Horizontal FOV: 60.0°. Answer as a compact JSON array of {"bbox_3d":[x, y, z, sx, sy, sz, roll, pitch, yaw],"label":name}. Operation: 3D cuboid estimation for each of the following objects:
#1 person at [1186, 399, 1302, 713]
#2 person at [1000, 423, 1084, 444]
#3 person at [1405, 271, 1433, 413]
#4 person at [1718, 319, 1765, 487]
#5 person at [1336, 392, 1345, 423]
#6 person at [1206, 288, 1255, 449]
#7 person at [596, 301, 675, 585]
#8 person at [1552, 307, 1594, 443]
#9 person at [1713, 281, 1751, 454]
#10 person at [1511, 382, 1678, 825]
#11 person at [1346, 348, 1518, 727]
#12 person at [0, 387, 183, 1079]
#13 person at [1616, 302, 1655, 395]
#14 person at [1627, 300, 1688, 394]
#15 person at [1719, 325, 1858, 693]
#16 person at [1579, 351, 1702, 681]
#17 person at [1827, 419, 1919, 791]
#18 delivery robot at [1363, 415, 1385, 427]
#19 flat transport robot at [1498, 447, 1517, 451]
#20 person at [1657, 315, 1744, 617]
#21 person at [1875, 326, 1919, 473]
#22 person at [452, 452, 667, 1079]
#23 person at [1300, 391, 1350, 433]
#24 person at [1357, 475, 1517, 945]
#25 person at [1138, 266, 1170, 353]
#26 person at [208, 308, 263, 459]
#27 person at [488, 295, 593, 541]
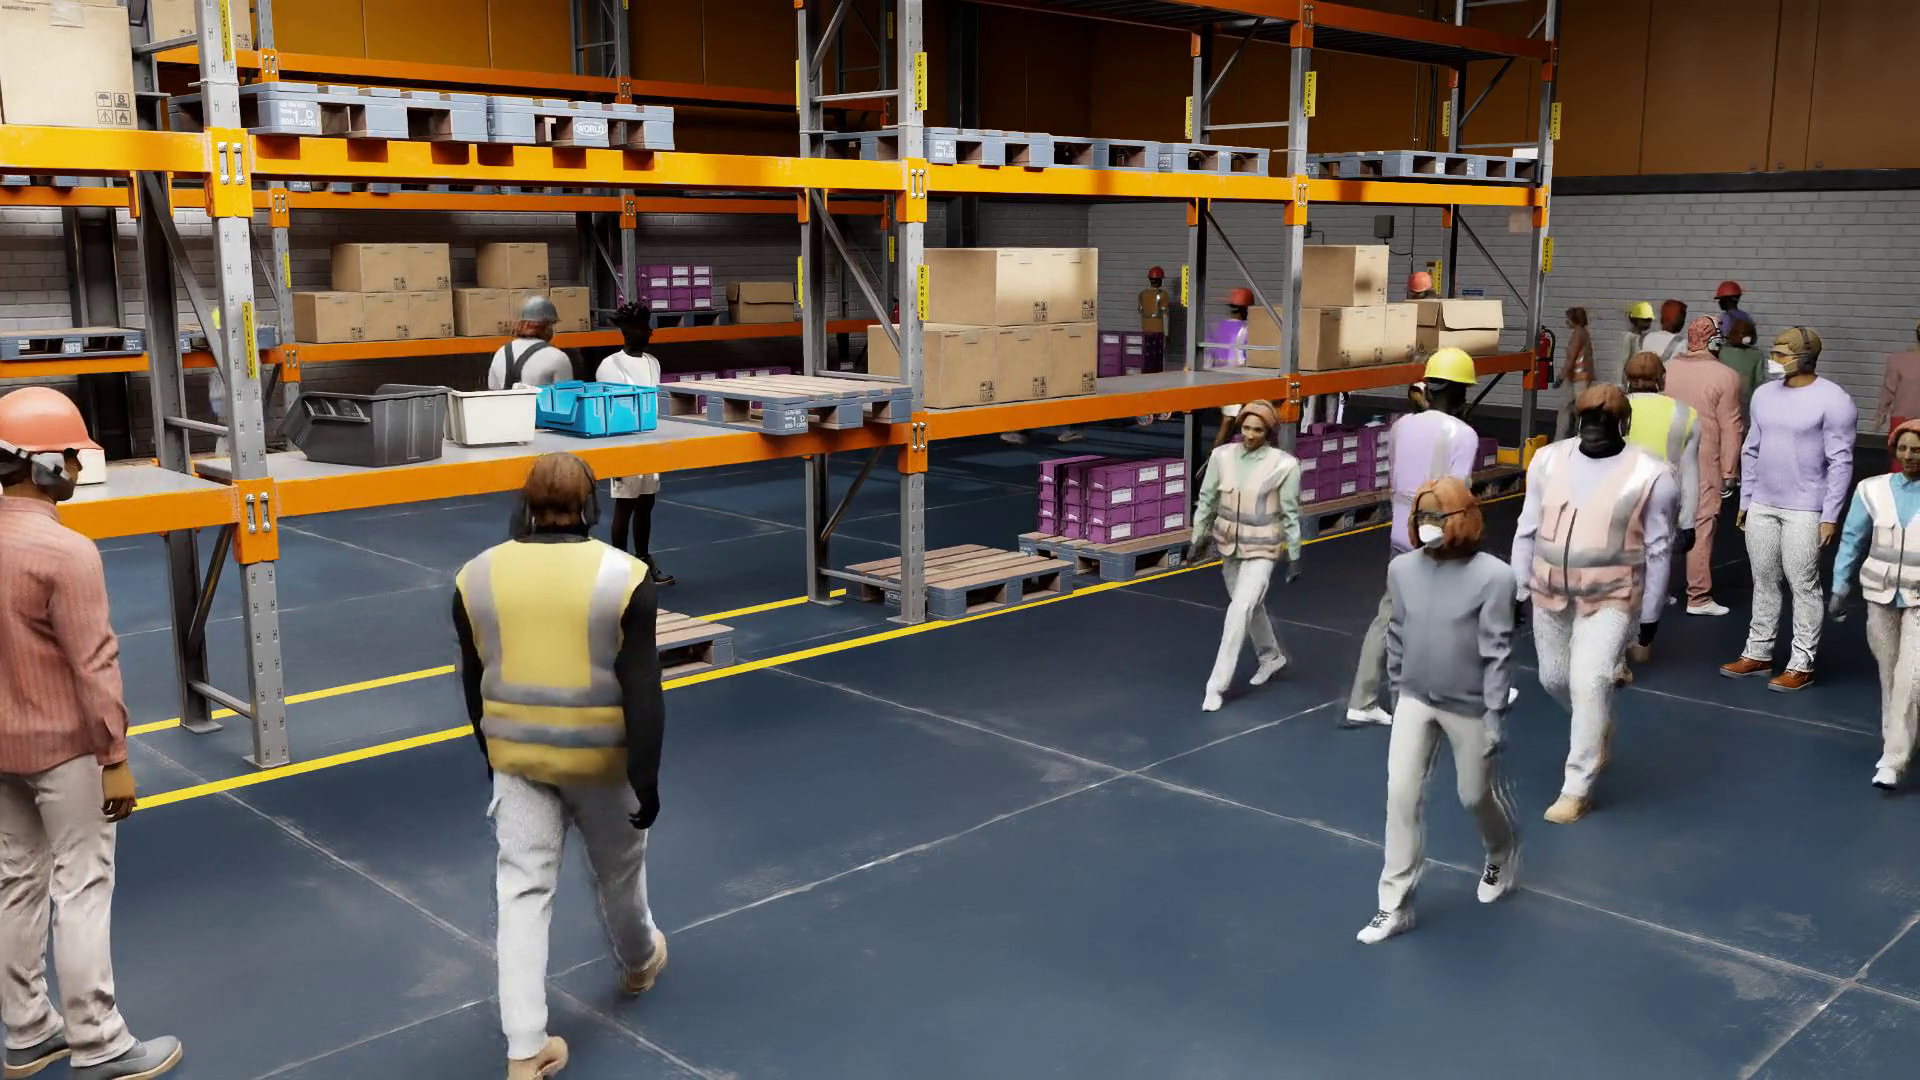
[{"bbox_3d":[1.508,0.049,8.614,0.573,1.590,0.826,9,14,39],"label":"person"},{"bbox_3d":[0.994,-2.086,19.308,1.045,1.939,0.646,-3,11,-14],"label":"person"},{"bbox_3d":[5.236,-2.057,18.975,0.510,1.997,0.723,-1,10,-6],"label":"person"},{"bbox_3d":[7.537,-1.349,16.171,0.507,1.611,0.698,-1,10,-4],"label":"person"},{"bbox_3d":[4.039,-1.848,18.195,0.679,1.865,0.900,9,14,40],"label":"person"},{"bbox_3d":[2.768,-1.576,16.690,1.023,1.875,0.555,-10,14,-42],"label":"person"},{"bbox_3d":[-2.190,-0.627,11.264,0.362,1.965,0.612,4,11,22],"label":"person"},{"bbox_3d":[6.834,-1.761,18.403,0.588,1.615,0.540,4,11,20],"label":"person"},{"bbox_3d":[8.518,-1.889,18.329,0.564,1.902,0.586,-8,13,-38],"label":"person"},{"bbox_3d":[2.682,0.228,7.036,0.822,1.815,0.625,-10,15,-44],"label":"person"},{"bbox_3d":[2.321,-0.008,8.179,1.020,1.859,0.592,-6,12,-28],"label":"person"},{"bbox_3d":[-2.545,0.566,4.687,0.622,1.990,0.402,5,12,27],"label":"person"},{"bbox_3d":[7.066,-1.624,17.408,0.909,1.718,0.531,9,14,42],"label":"person"},{"bbox_3d":[6.225,-1.181,14.639,0.963,1.836,0.604,-4,11,-19],"label":"person"},{"bbox_3d":[4.397,-0.165,8.825,0.352,1.936,0.635,-4,11,-22],"label":"person"},{"bbox_3d":[3.698,-0.138,9.113,0.630,1.786,0.995,4,11,21],"label":"person"},{"bbox_3d":[4.083,0.283,7.266,0.786,1.600,0.547,-9,14,-41],"label":"person"},{"bbox_3d":[4.286,-1.039,17.106,0.707,0.478,0.477,-3,11,-14],"label":"delivery robot"},{"bbox_3d":[5.311,-0.843,17.068,1.431,0.197,0.652,9,14,40],"label":"flat transport robot"},{"bbox_3d":[4.679,-0.474,10.593,0.401,1.907,0.646,-6,12,-30],"label":"person"},{"bbox_3d":[7.967,-0.978,13.838,0.550,1.721,0.809,4,11,20],"label":"person"},{"bbox_3d":[-1.161,0.631,4.926,0.630,1.783,0.980,1,10,4],"label":"person"},{"bbox_3d":[3.517,-1.472,16.106,0.575,1.882,0.355,-3,11,-17],"label":"person"},{"bbox_3d":[1.710,0.562,5.780,0.510,1.603,0.774,10,14,43],"label":"person"},{"bbox_3d":[2.942,-3.152,25.113,0.543,1.939,0.360,9,14,40],"label":"person"},{"bbox_3d":[-5.991,-1.025,13.833,0.451,1.816,0.622,-7,12,-34],"label":"person"},{"bbox_3d":[-3.021,-0.799,12.002,0.696,2.000,1.037,7,13,34],"label":"person"}]
